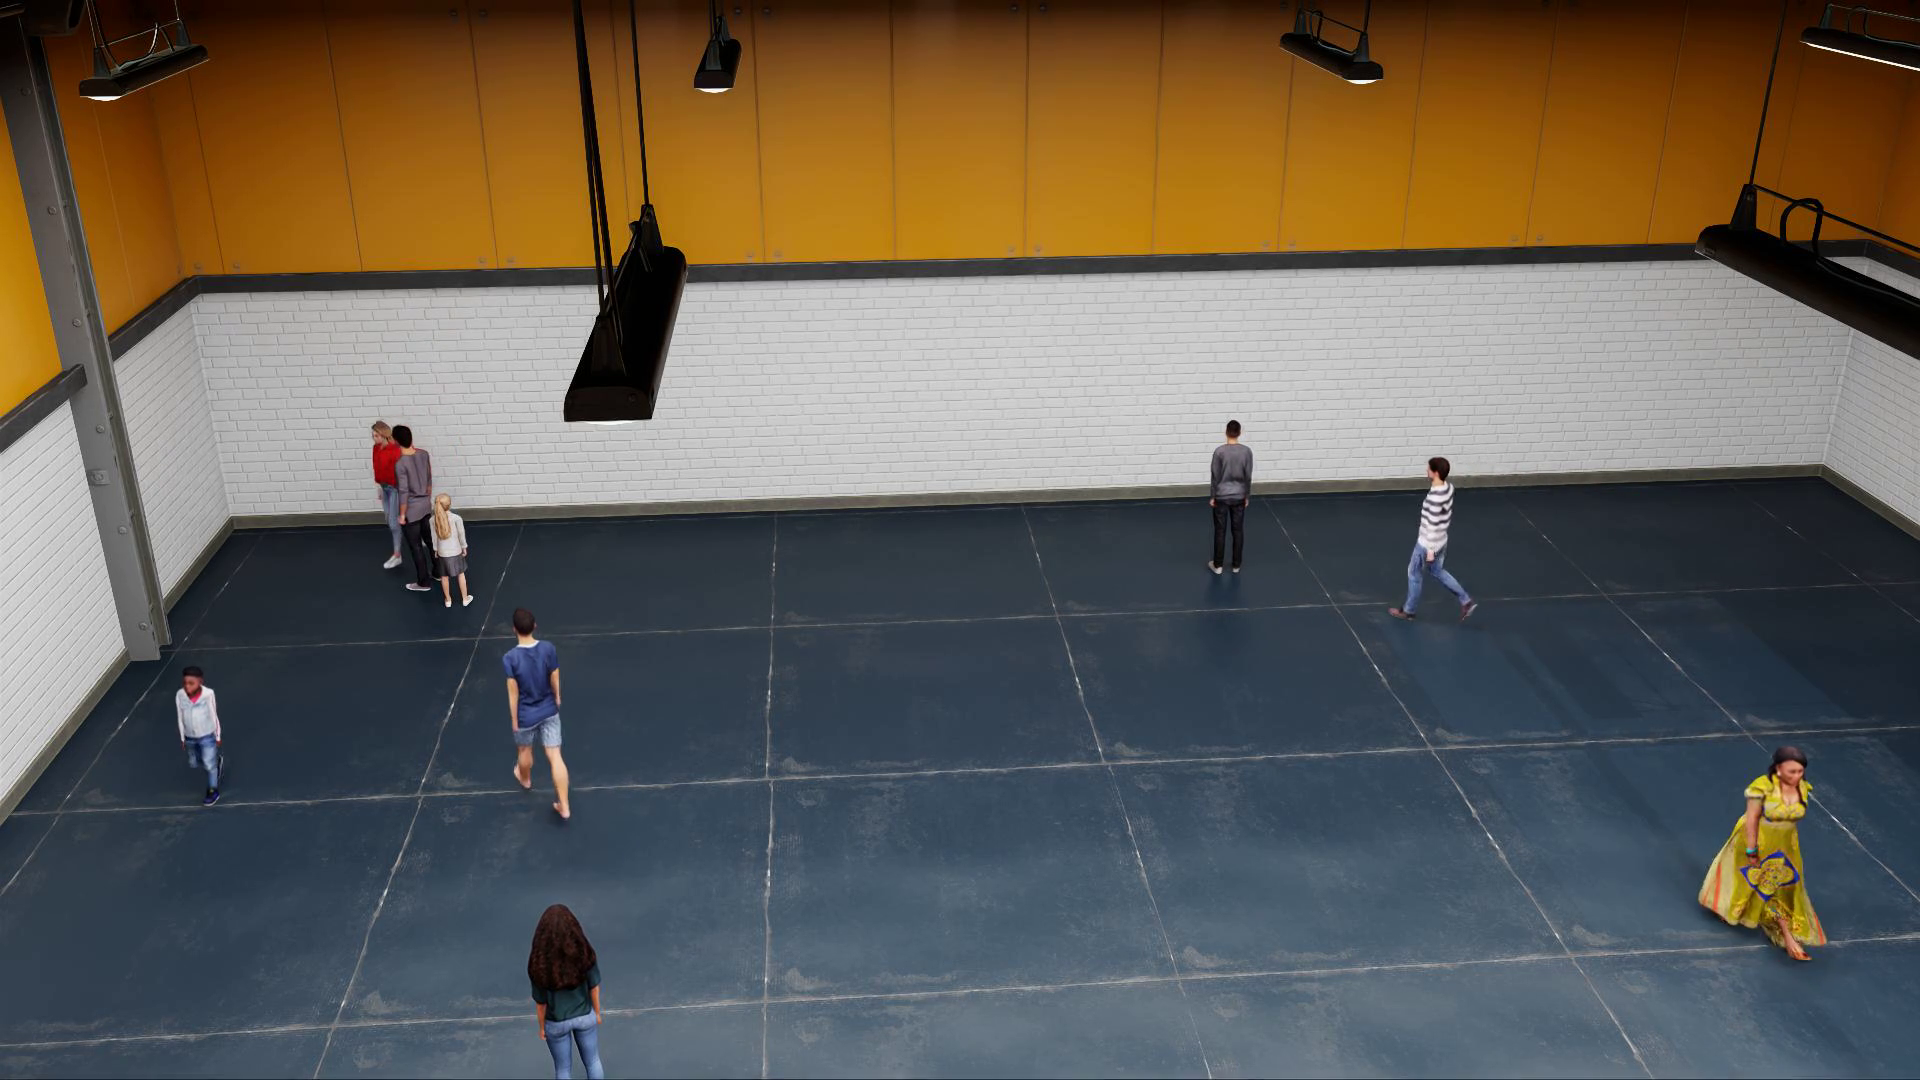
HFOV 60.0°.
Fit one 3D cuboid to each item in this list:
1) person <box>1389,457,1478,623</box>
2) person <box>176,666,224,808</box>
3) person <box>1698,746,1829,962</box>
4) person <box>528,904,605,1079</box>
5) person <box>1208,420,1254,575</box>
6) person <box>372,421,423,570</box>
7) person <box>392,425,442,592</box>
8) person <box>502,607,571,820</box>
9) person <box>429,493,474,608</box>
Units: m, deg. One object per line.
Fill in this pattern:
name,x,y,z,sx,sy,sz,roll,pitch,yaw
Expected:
person,4.942,0.035,17.051,1.135,1.827,1.118,15,28,31
person,-6.447,1.611,14.160,0.509,1.253,0.734,0,24,-1
person,5.914,2.215,12.332,0.818,1.613,1.225,-4,24,-8
person,-2.471,3.006,10.515,0.665,1.617,0.676,-9,25,-19
person,2.968,-0.478,18.308,0.614,1.760,0.519,-1,24,-3
person,-6.269,-0.550,18.558,0.920,1.691,1.008,14,27,30
person,-5.861,-0.359,17.923,0.805,1.850,0.643,8,25,19
person,-3.476,1.479,13.791,1.018,1.792,1.265,-15,28,-30
person,-5.402,0.097,17.597,0.509,1.275,0.517,-3,24,-7
